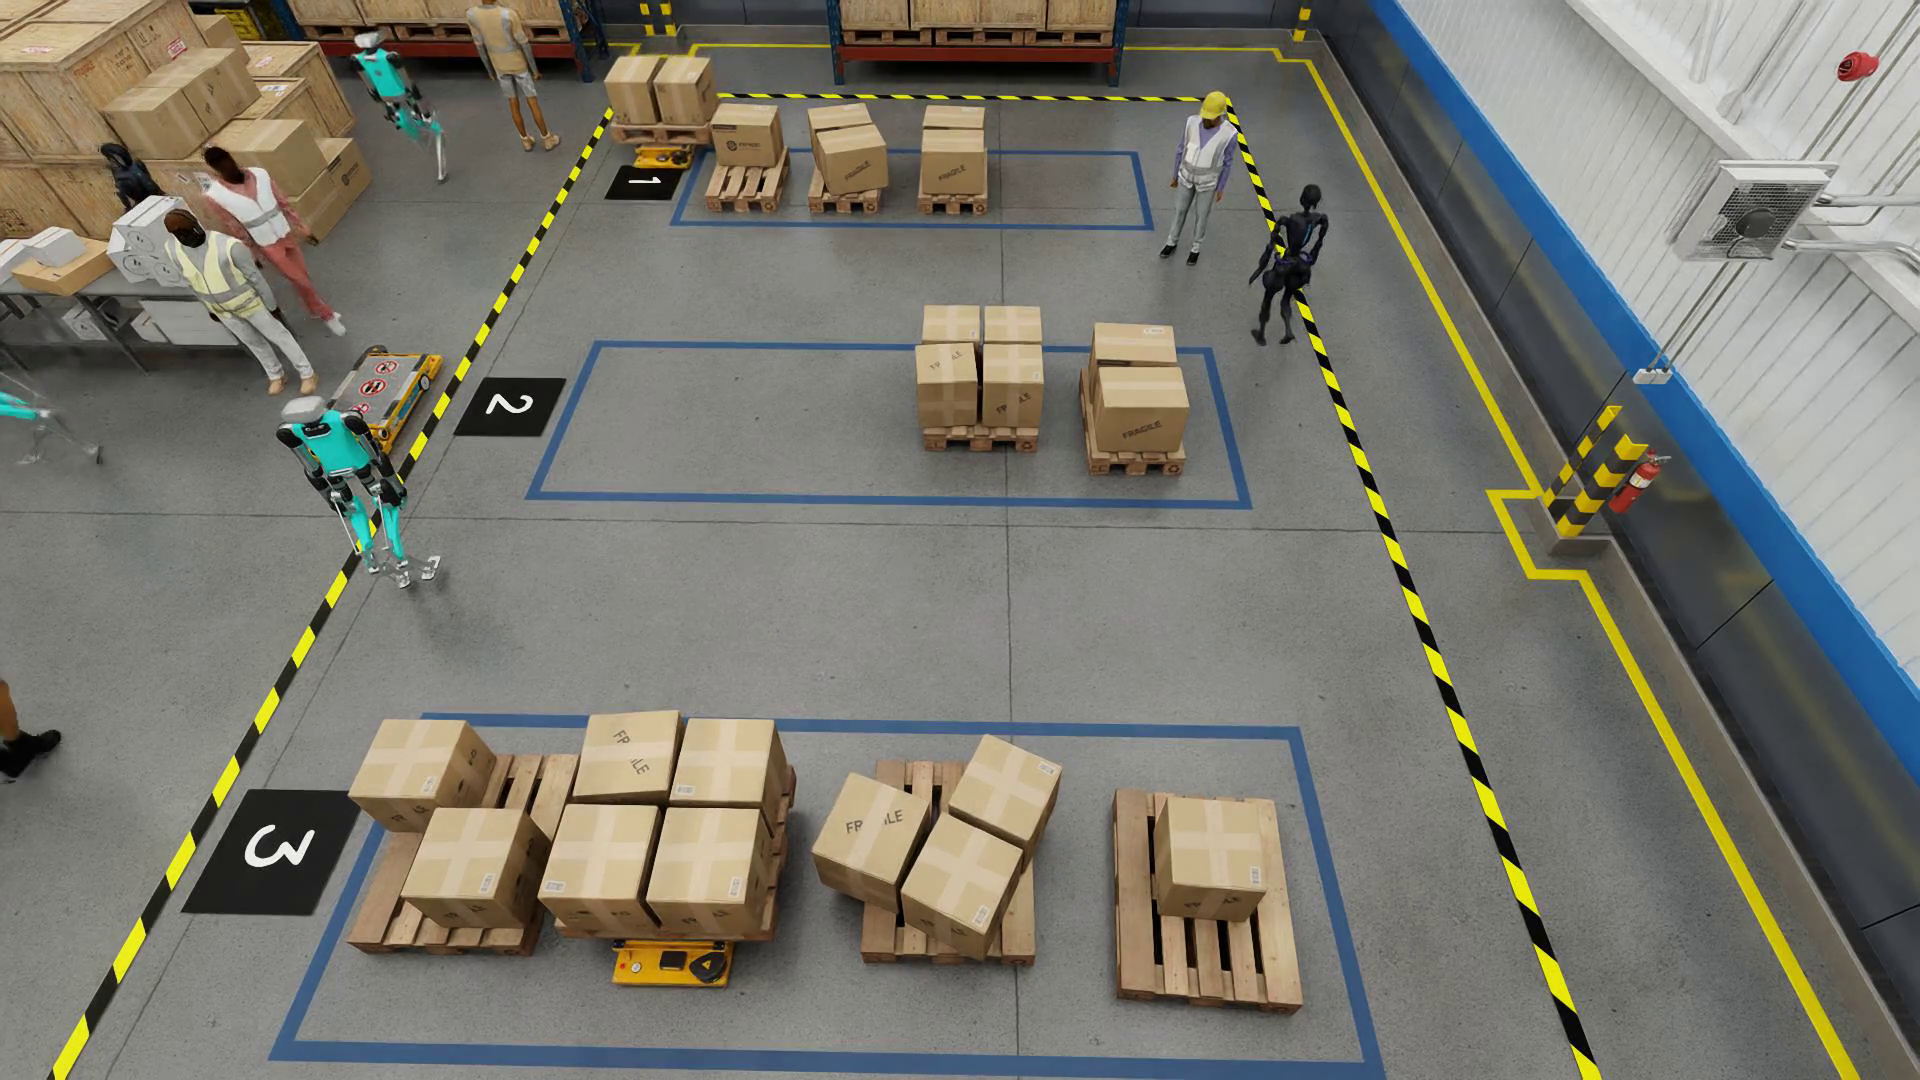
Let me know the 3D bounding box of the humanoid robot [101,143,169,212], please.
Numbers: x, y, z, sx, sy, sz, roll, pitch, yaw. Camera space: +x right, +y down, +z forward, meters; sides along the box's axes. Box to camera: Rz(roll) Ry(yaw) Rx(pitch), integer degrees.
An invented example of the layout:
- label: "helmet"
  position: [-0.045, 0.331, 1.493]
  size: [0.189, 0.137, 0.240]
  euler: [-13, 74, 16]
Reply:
- label: "humanoid robot"
  position: [-7.979, -3.199, 9.173]
  size: [0.765, 1.621, 0.613]
  euler: [-5, 50, -4]

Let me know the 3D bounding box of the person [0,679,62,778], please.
- label: "person"
  position: [-6.369, 0.837, 5.575]
  size: [0.583, 1.921, 0.485]
  euler: [-1, 50, -1]

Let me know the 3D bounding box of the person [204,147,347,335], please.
- label: "person"
  position: [-6.420, -2.816, 8.695]
  size: [0.687, 1.883, 0.584]
  euler: [14, 51, 12]

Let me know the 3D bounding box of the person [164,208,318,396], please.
- label: "person"
  position: [-6.356, -2.070, 8.096]
  size: [0.622, 1.837, 0.429]
  euler: [-3, 50, -3]

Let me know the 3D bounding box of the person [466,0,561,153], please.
- label: "person"
  position: [-5.411, -5.731, 11.057]
  size: [0.614, 2.039, 0.376]
  euler: [-2, 50, -1]

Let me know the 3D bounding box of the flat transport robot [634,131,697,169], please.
- label: "flat transport robot"
  position: [-3.689, -5.198, 11.747]
  size: [0.652, 0.197, 1.431]
  euler: [1, 50, 1]

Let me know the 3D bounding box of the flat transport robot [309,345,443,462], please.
- label: "flat transport robot"
  position: [-5.383, -1.269, 8.441]
  size: [0.659, 0.231, 1.431]
  euler: [1, 50, 1]

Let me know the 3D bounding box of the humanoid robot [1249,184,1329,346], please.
- label: "humanoid robot"
  position: [3.066, -2.491, 8.558]
  size: [0.586, 1.646, 0.466]
  euler: [-7, 50, -6]

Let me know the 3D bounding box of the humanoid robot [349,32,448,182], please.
- label: "humanoid robot"
  position: [-6.384, -4.993, 10.704]
  size: [0.546, 1.905, 0.748]
  euler: [-2, 50, -2]

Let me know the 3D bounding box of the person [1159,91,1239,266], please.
- label: "person"
  position: [2.474, -3.737, 9.511]
  size: [0.587, 1.822, 0.403]
  euler: [25, 54, 19]

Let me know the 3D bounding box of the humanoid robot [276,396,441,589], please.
- label: "humanoid robot"
  position: [-4.243, -0.206, 6.494]
  size: [0.533, 1.672, 0.735]
  euler: [-13, 51, -11]

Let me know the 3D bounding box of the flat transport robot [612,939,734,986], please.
- label: "flat transport robot"
  position: [-1.659, 1.971, 5.681]
  size: [0.652, 0.197, 1.431]
  euler: [1, 50, 1]

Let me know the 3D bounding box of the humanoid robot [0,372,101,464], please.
- label: "humanoid robot"
  position: [-7.838, -1.253, 7.488]
  size: [0.974, 1.777, 0.530]
  euler: [-5, 50, -4]
